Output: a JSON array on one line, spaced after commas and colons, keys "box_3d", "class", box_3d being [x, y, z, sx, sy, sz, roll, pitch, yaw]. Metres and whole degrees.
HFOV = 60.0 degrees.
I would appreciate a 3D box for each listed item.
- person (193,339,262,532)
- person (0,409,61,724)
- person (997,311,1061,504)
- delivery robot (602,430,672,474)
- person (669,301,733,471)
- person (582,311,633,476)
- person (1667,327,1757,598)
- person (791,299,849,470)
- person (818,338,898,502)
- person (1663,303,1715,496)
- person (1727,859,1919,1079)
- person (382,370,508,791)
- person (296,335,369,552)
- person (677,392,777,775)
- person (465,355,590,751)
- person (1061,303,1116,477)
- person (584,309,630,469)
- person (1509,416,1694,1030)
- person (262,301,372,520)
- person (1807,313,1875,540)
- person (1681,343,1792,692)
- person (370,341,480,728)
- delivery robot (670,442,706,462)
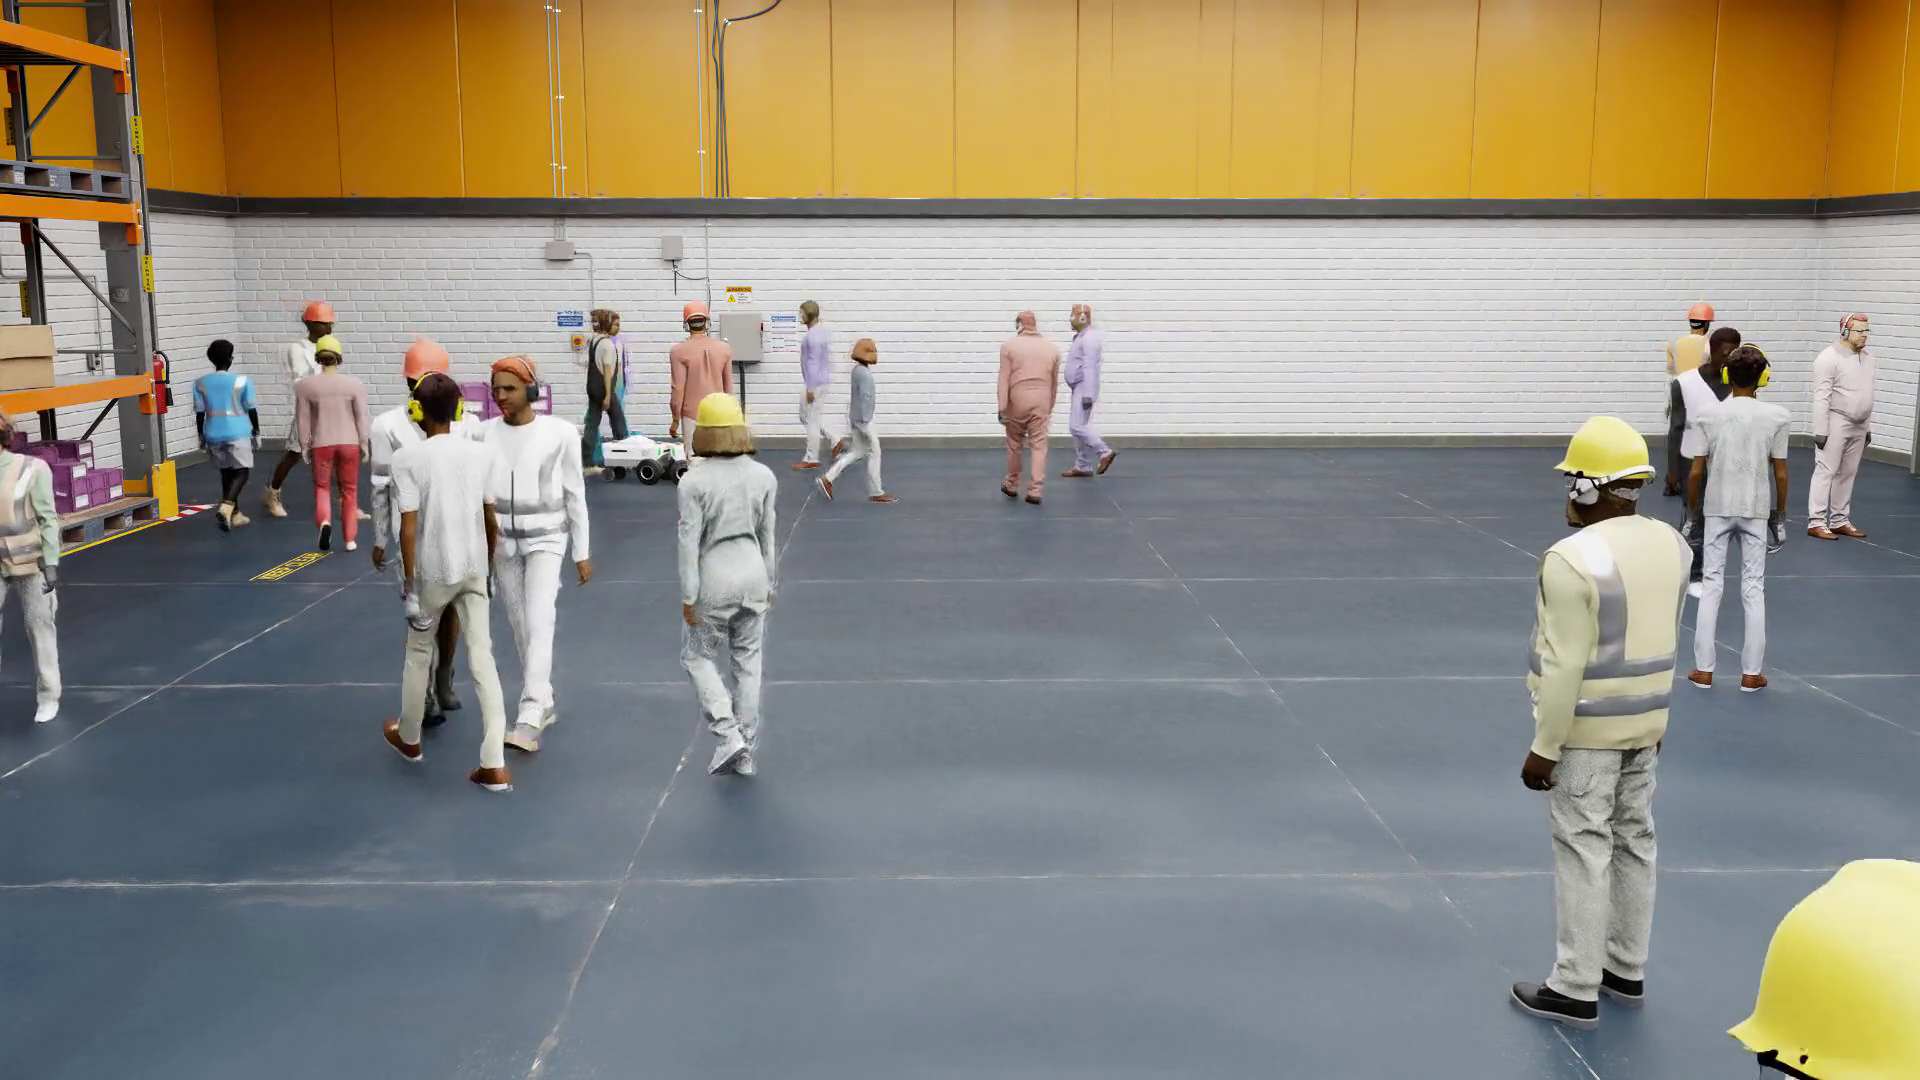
[{"box_3d": [-6.344, -0.901, 14.365, 0.533, 1.673, 0.773, 0, 9, 2], "class": "person"}, {"box_3d": [-4.635, 0.164, 8.052, 0.533, 1.605, 0.809, -2, 9, -10], "class": "person"}, {"box_3d": [0.635, -1.304, 16.278, 0.661, 1.848, 0.927, -2, 10, -14], "class": "person"}, {"box_3d": [-3.433, -0.929, 17.667, 0.707, 0.478, 0.477, 2, 10, 15], "class": "delivery robot"}, {"box_3d": [-2.274, -1.096, 14.595, 0.609, 1.988, 0.392, -7, 12, -36], "class": "person"}, {"box_3d": [-3.833, -1.626, 18.403, 0.912, 1.795, 0.495, -8, 12, -41], "class": "person"}, {"box_3d": [5.179, -0.550, 11.595, 0.598, 1.887, 0.638, 0, 9, -1], "class": "person"}, {"box_3d": [-1.605, -1.734, 18.697, 0.560, 1.926, 0.648, 0, 9, -2], "class": "person"}, {"box_3d": [-0.996, -1.147, 16.066, 0.715, 1.607, 0.508, -3, 10, -16], "class": "person"}, {"box_3d": [7.261, -1.374, 16.474, 0.541, 1.933, 0.380, 9, 13, 44], "class": "person"}, {"box_3d": [0.722, 1.169, 1.318, 0.623, 1.801, 0.545, -2, 10, -14], "class": "person"}, {"box_3d": [-2.286, 0.164, 7.396, 0.514, 1.815, 0.983, -7, 12, -38], "class": "person"}, {"box_3d": [-4.963, -0.744, 13.180, 0.531, 1.755, 0.505, -3, 10, -18], "class": "person"}, {"box_3d": [-1.031, 0.211, 7.392, 0.483, 1.732, 0.387, -6, 11, -32], "class": "person"}, {"box_3d": [-2.111, 0.070, 7.858, 0.592, 1.849, 0.849, 2, 9, 9], "class": "person"}, {"box_3d": [1.364, -1.605, 18.001, 0.488, 1.893, 0.662, -1, 9, -4], "class": "person"}, {"box_3d": [-4.002, -1.660, 18.571, 0.569, 1.824, 0.641, 8, 12, 42], "class": "person"}, {"box_3d": [1.906, 0.546, 4.997, 0.591, 1.833, 0.404, -6, 11, -33], "class": "person"}, {"box_3d": [-5.903, -1.152, 15.069, 1.110, 2.003, 0.617, 4, 10, 23], "class": "person"}, {"box_3d": [7.424, -0.947, 13.959, 0.640, 1.902, 0.402, -5, 10, -27], "class": "person"}, {"box_3d": [4.174, -0.115, 8.959, 0.514, 1.866, 0.329, 4, 10, 24], "class": "person"}, {"box_3d": [-2.600, -0.023, 8.276, 0.575, 1.900, 0.866, -5, 10, -26], "class": "person"}, {"box_3d": [-2.699, -0.913, 17.565, 0.707, 0.478, 0.477, -2, 9, -12], "class": "delivery robot"}]
